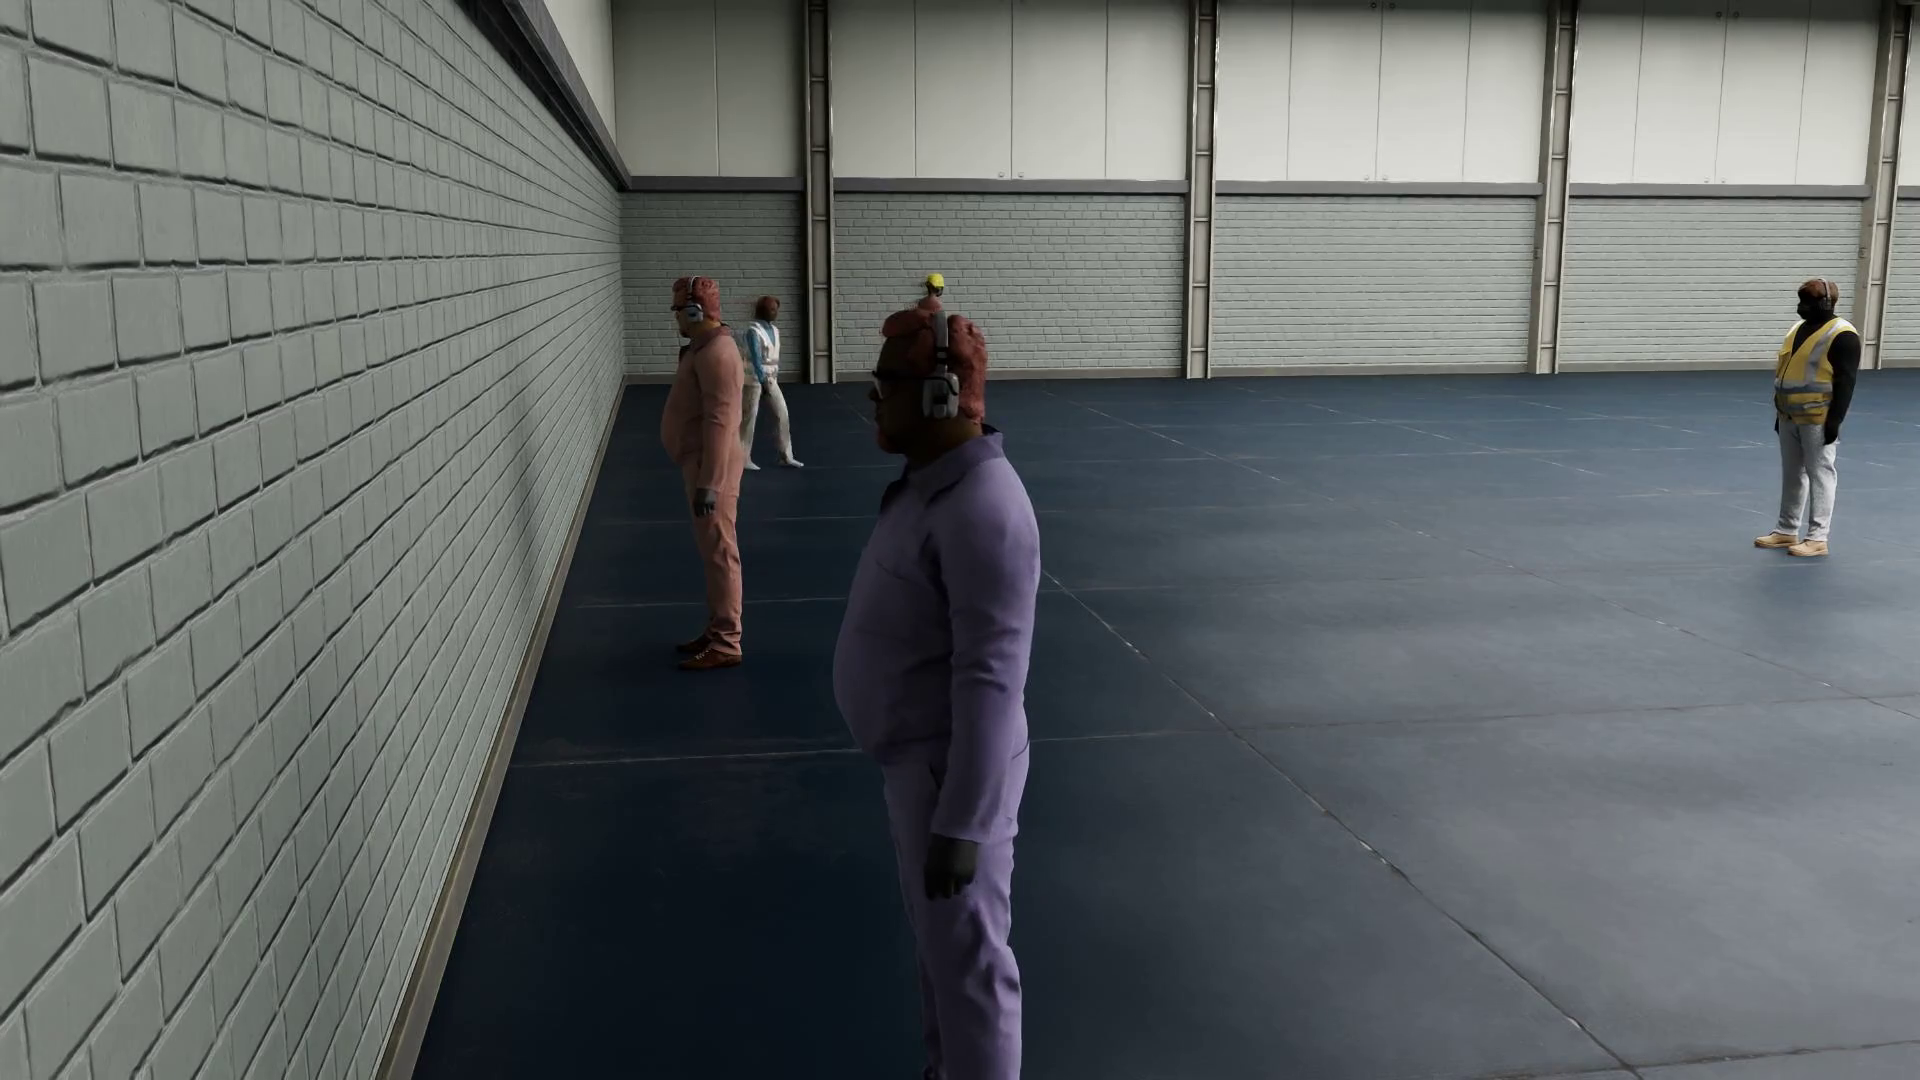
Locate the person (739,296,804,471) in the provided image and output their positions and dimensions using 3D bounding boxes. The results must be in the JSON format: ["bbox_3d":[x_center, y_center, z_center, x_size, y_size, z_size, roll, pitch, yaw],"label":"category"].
[{"bbox_3d":[-1.750,-1.424,15.288,0.720,1.610,0.540,5,11,27],"label":"person"}]

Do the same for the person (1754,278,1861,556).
[{"bbox_3d":[5.666,-0.817,11.121,0.430,1.845,0.619,-2,10,-9],"label":"person"}]

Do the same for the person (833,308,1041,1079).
[{"bbox_3d":[-0.058,0.483,3.445,0.404,1.911,0.636,-2,10,-9],"label":"person"}]

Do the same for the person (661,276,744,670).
[{"bbox_3d":[-1.248,-0.323,8.106,0.404,1.903,0.636,-2,10,-9],"label":"person"}]

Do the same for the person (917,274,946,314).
[{"bbox_3d":[-0.330,-2.442,20.765,0.640,1.742,0.553,-8,13,-38],"label":"person"}]
